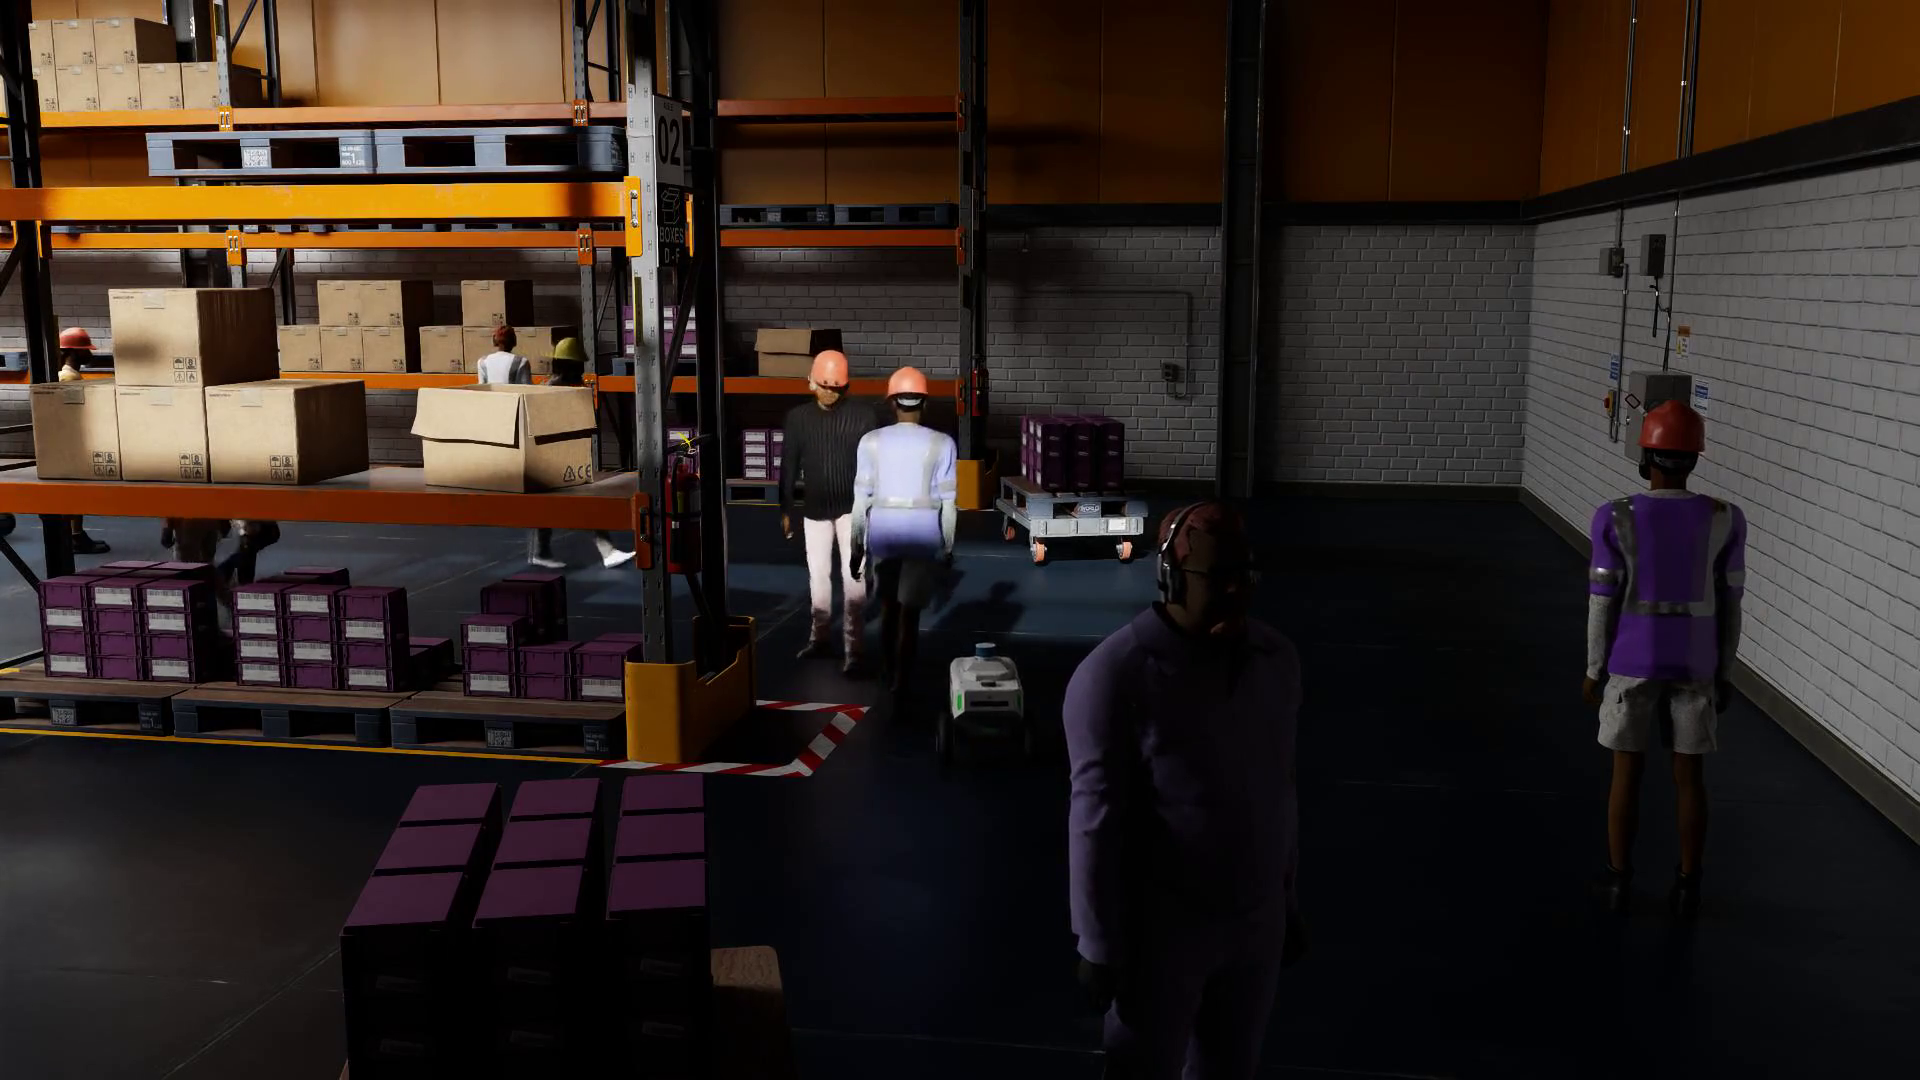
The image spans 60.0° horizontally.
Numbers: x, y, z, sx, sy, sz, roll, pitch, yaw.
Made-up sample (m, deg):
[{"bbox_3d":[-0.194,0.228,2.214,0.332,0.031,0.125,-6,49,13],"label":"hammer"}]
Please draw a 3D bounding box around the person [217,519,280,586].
[{"bbox_3d":[-4.954,-0.387,11.431,0.506,1.937,0.603,-2,9,-12],"label":"person"}]

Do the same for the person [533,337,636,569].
[{"bbox_3d":[-3.082,-0.674,13.347,0.955,1.878,0.612,4,10,21],"label":"person"}]

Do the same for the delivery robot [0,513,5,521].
[{"bbox_3d":[-8.899,-0.294,14.815,0.707,0.478,0.477,-3,10,-16],"label":"delivery robot"}]

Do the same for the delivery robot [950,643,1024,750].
[{"bbox_3d":[0.128,0.757,8.297,0.477,0.478,0.707,0,9,-2],"label":"delivery robot"}]

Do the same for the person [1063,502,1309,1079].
[{"bbox_3d":[0.547,0.858,3.779,0.655,1.906,0.407,-6,11,-32],"label":"person"}]

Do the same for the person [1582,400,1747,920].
[{"bbox_3d":[2.602,0.451,6.199,0.543,1.940,0.361,2,9,12],"label":"person"}]

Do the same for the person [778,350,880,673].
[{"bbox_3d":[-0.770,-0.174,10.078,0.723,1.943,0.848,1,9,7],"label":"person"}]

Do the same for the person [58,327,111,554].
[{"bbox_3d":[-7.542,-0.849,14.275,0.373,1.934,0.551,-6,11,-31],"label":"person"}]

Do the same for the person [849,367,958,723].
[{"bbox_3d":[-0.275,0.009,9.096,0.554,1.894,0.808,2,9,12],"label":"person"}]

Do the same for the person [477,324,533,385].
[{"bbox_3d":[-4.582,-1.244,16.912,0.595,1.883,0.417,3,9,15],"label":"person"}]

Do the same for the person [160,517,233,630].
[{"bbox_3d":[-4.866,-0.101,10.600,0.386,1.629,0.519,2,9,12],"label":"person"}]
